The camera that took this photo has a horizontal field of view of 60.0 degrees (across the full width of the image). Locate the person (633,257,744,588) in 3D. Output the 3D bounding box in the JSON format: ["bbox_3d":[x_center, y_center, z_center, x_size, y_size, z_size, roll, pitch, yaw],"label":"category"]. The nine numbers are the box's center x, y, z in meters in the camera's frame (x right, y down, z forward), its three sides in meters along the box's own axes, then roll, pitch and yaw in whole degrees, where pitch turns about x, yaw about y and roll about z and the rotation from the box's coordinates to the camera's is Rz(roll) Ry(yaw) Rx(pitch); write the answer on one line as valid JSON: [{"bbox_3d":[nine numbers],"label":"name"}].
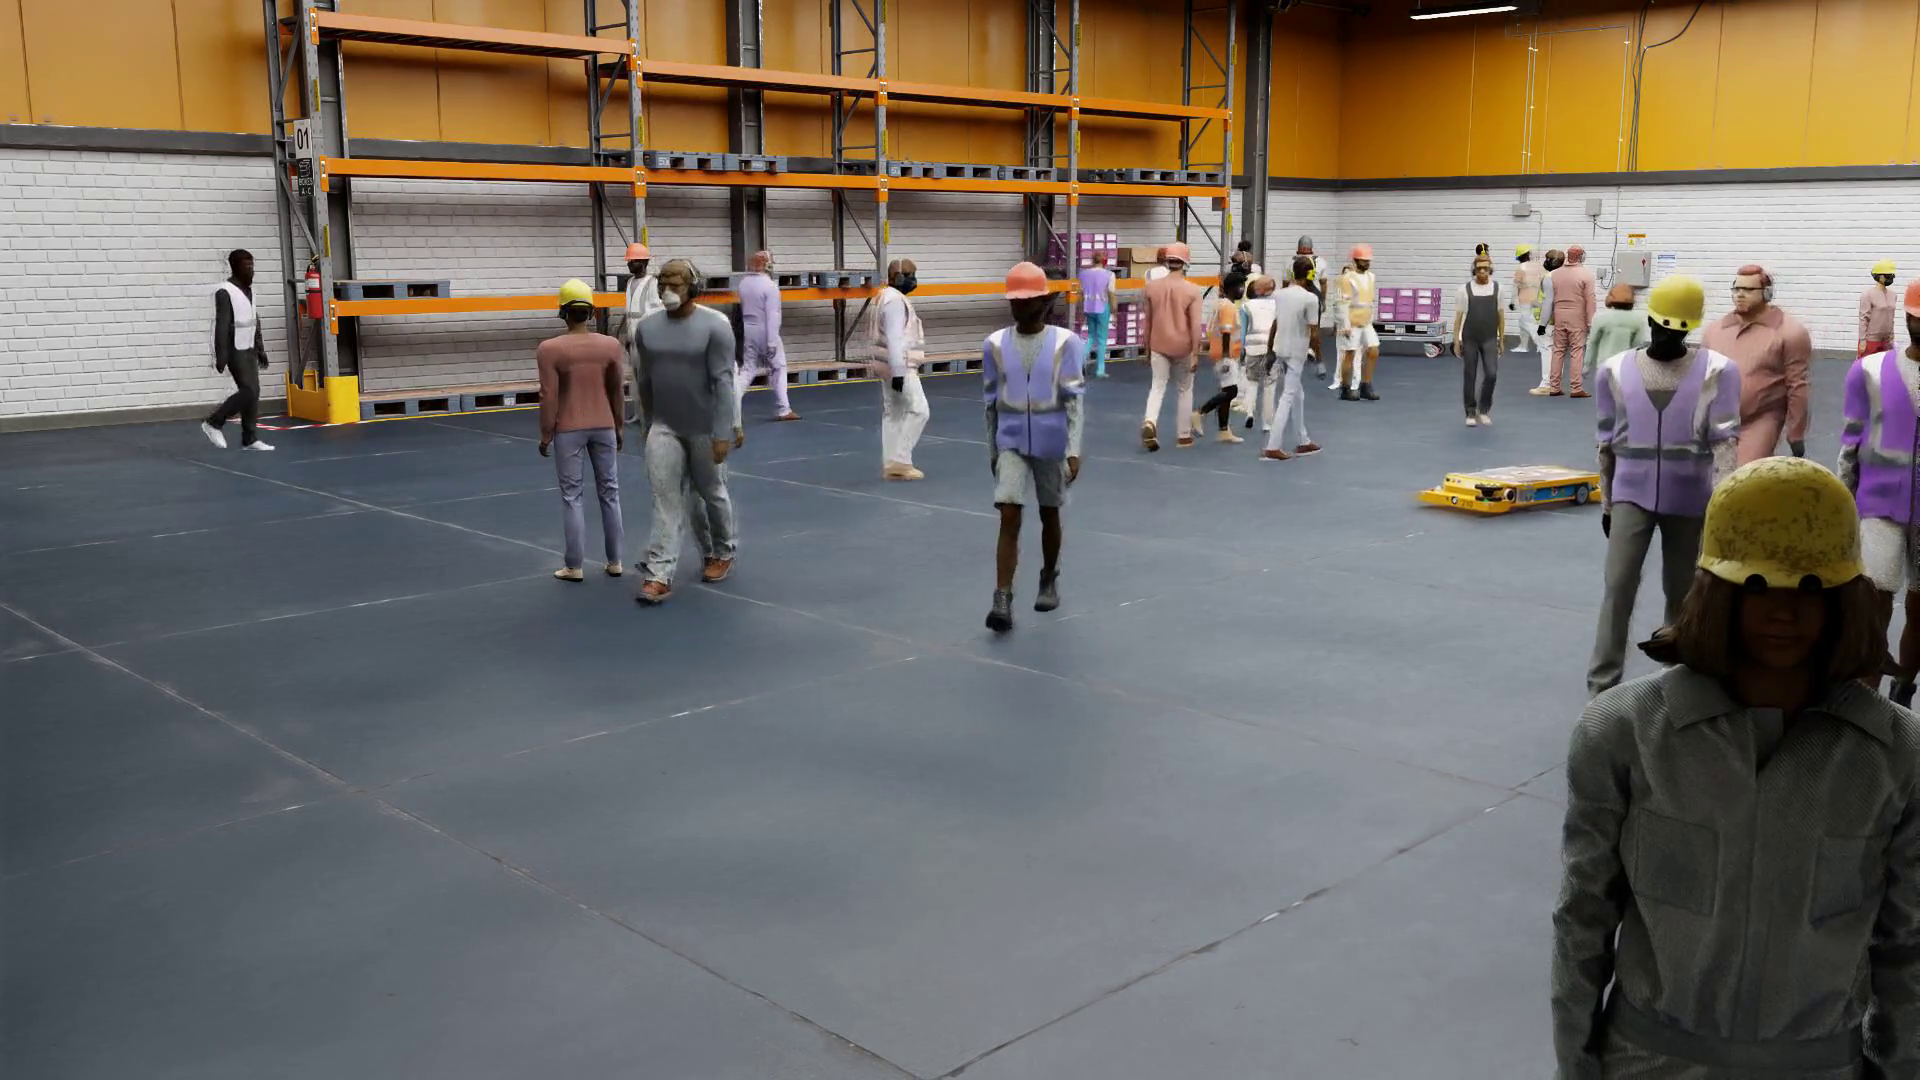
[{"bbox_3d":[-1.631,-0.691,9.707,0.644,1.903,0.970,5,11,24],"label":"person"}]

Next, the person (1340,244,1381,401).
[{"bbox_3d":[4.906,-2.632,20.234,0.565,1.912,0.660,-6,12,-30],"label":"person"}]

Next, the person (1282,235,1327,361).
[{"bbox_3d":[5.435,-3.804,26.287,0.703,2.000,0.535,2,11,13],"label":"person"}]

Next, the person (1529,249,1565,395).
[{"bbox_3d":[7.525,-2.769,21.186,0.429,1.842,0.634,10,14,42],"label":"person"}]

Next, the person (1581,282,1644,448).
[{"bbox_3d":[6.081,-1.586,15.402,0.501,1.600,0.765,-1,10,-6],"label":"person"}]

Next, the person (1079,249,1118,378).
[{"bbox_3d":[1.948,-3.195,23.547,0.580,1.832,0.442,8,13,36],"label":"person"}]

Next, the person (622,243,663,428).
[{"bbox_3d":[-3.365,-2.151,17.553,0.542,1.939,0.364,10,14,43],"label":"person"}]

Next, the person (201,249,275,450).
[{"bbox_3d":[-6.765,-1.759,15.530,0.492,1.899,0.619,0,10,-1],"label":"person"}]

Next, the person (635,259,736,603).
[{"bbox_3d":[-1.544,-0.625,9.377,0.642,1.888,1.030,3,11,17],"label":"person"}]

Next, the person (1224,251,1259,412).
[{"bbox_3d":[3.232,-2.392,19.133,0.429,1.841,0.633,-3,11,-17],"label":"person"}]

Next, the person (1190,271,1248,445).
[{"bbox_3d":[2.514,-1.752,16.078,0.502,1.670,0.584,2,11,10],"label":"person"}]

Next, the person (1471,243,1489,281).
[{"bbox_3d":[9.480,-4.458,30.320,0.328,1.872,0.513,-2,11,-9],"label":"person"}]

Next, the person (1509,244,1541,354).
[{"bbox_3d":[9.748,-4.113,28.410,0.589,1.885,0.726,-10,14,-42],"label":"person"}]

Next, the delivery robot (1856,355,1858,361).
[{"bbox_3d":[12.318,-2.341,22.108,0.477,0.478,0.707,-5,12,-27],"label":"delivery robot"}]

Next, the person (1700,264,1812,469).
[{"bbox_3d":[4.627,-0.683,9.773,0.983,1.864,0.662,-7,12,-32],"label":"person"}]

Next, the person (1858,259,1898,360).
[{"bbox_3d":[9.937,-2.151,18.025,0.522,1.768,0.311,-5,11,-24],"label":"person"}]

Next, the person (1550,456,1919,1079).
[{"bbox_3d":[1.047,0.751,2.258,0.484,1.744,0.296,3,11,16],"label":"person"}]

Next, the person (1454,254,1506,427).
[{"bbox_3d":[5.470,-2.086,17.503,0.535,1.823,0.569,2,11,10],"label":"person"}]

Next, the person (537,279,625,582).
[{"bbox_3d":[-2.219,-0.637,9.766,0.524,1.770,0.315,-7,12,-32],"label":"person"}]

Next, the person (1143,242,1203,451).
[{"bbox_3d":[1.981,-1.817,15.669,0.614,1.962,0.859,5,11,25],"label":"person"}]

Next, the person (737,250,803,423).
[{"bbox_3d":[-2.181,-2.190,17.962,0.943,1.870,0.653,-10,14,-44],"label":"person"}]

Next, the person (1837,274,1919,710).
[{"bbox_3d":[3.725,-0.103,6.491,0.566,1.899,0.819,6,12,28],"label":"person"}]

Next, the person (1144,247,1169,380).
[{"bbox_3d":[2.794,-3.142,23.172,0.583,1.868,0.505,7,12,32],"label":"person"}]

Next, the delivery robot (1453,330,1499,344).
[{"bbox_3d":[8.658,-3.397,27.868,0.707,0.478,0.477,6,12,30],"label":"delivery robot"}]

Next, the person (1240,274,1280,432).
[{"bbox_3d":[3.145,-1.925,17.190,0.522,1.626,0.375,4,11,21],"label":"person"}]

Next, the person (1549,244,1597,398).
[{"bbox_3d":[7.676,-2.738,20.831,0.409,1.909,0.652,-8,13,-36],"label":"person"}]

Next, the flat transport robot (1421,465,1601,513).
[{"bbox_3d":[4.232,-0.403,12.569,1.431,0.197,0.652,-7,12,-32],"label":"flat transport robot"}]

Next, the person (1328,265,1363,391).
[{"bbox_3d":[5.100,-2.777,21.778,0.515,1.641,0.314,10,14,43],"label":"person"}]

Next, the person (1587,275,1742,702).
[{"bbox_3d":[2.959,-0.181,7.023,0.585,1.865,0.952,6,12,28],"label":"person"}]

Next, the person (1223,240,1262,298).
[{"bbox_3d":[4.361,-3.631,25.609,0.602,1.952,0.422,7,12,32],"label":"person"}]

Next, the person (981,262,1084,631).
[{"bbox_3d":[0.369,-0.492,8.669,0.551,1.885,1.008,2,11,10],"label":"person"}]

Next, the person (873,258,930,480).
[{"bbox_3d":[-0.452,-1.392,13.704,0.521,1.829,0.653,-1,10,-6],"label":"person"}]

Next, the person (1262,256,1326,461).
[{"bbox_3d":[3.096,-1.636,15.023,0.858,1.830,0.553,-6,12,-29],"label":"person"}]
